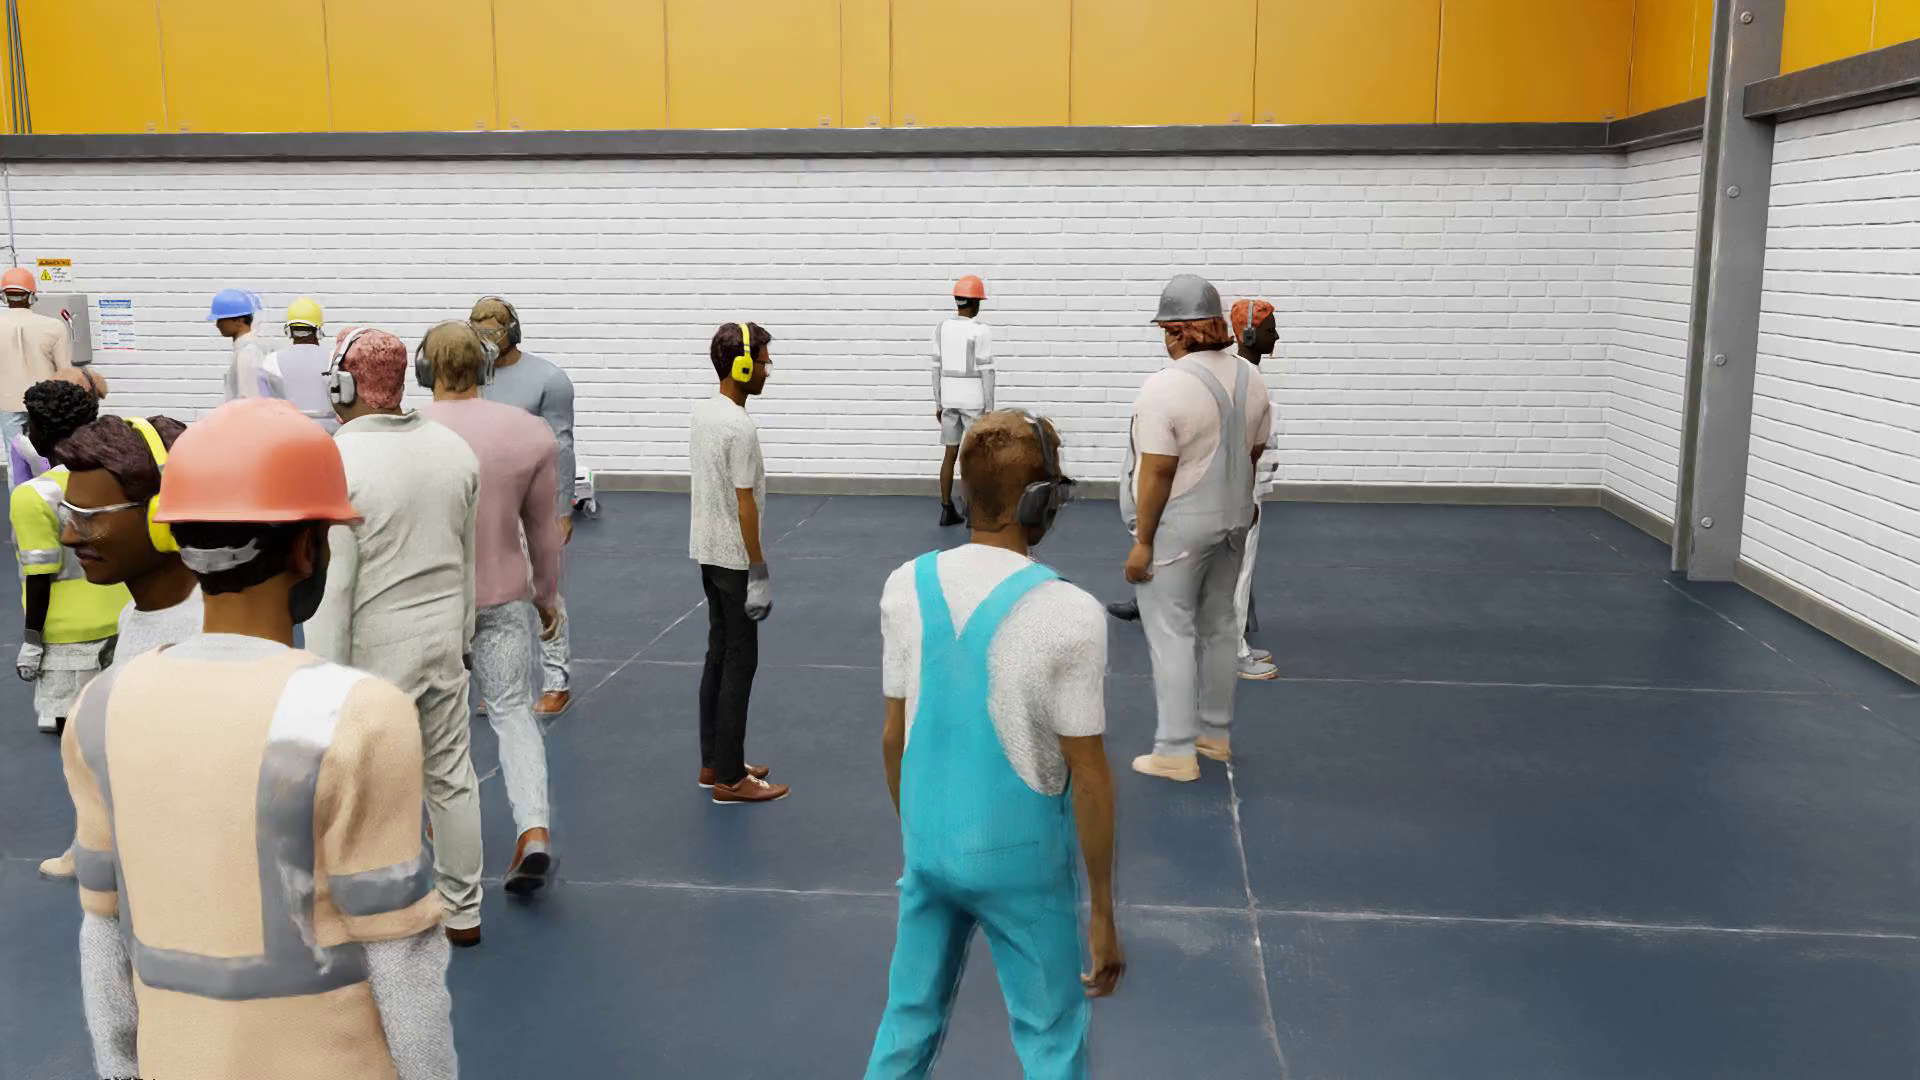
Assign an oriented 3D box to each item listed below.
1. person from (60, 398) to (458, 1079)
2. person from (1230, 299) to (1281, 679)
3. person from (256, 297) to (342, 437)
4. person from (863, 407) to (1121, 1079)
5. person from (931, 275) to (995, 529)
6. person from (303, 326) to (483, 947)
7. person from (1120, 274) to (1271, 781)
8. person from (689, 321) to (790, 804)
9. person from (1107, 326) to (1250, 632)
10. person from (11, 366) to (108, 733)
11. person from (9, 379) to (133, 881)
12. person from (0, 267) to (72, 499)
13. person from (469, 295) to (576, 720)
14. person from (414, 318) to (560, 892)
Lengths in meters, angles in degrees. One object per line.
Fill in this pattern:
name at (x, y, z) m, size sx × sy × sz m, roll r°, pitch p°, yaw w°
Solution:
person at (-0.965, 0.766, 2.363) m, size 0.561 × 1.923 × 0.430 m, roll 4°, pitch 11°, yaw 20°
person at (1.432, -0.256, 8.328) m, size 0.347 × 1.882 × 0.584 m, roll 1°, pitch 10°, yaw 7°
person at (-4.019, -0.581, 10.330) m, size 0.591 × 1.834 × 0.404 m, roll -3°, pitch 10°, yaw -15°
person at (0.075, 0.652, 3.310) m, size 0.532 × 1.840 × 0.385 m, roll 6°, pitch 12°, yaw 32°
person at (0.052, -1.057, 12.766) m, size 0.551 × 1.932 × 0.378 m, roll 7°, pitch 12°, yaw 36°
person at (-1.680, 0.337, 4.863) m, size 0.399 × 1.910 × 0.643 m, roll 5°, pitch 11°, yaw 26°
person at (0.915, -0.066, 6.787) m, size 0.697 × 2.000 × 0.554 m, roll -9°, pitch 13°, yaw -41°
person at (-0.865, 0.093, 6.415) m, size 0.337 × 1.858 × 0.523 m, roll -5°, pitch 11°, yaw -28°
person at (1.211, -0.407, 9.154) m, size 0.910 × 1.892 × 0.571 m, roll 1°, pitch 10°, yaw 4°
person at (-3.810, 0.064, 7.231) m, size 0.532 × 1.622 × 0.326 m, roll -2°, pitch 10°, yaw -11°
person at (-2.990, 0.304, 5.657) m, size 0.319 × 1.697 × 0.532 m, roll 2°, pitch 10°, yaw 9°
person at (-6.837, -0.991, 12.217) m, size 0.612 × 1.995 × 0.393 m, roll -4°, pitch 11°, yaw -24°
person at (-2.050, -0.144, 7.580) m, size 0.636 × 1.928 × 0.380 m, roll 2°, pitch 10°, yaw 10°
person at (-1.623, 0.216, 5.563) m, size 0.640 × 1.910 × 0.932 m, roll -6°, pitch 11°, yaw -30°
